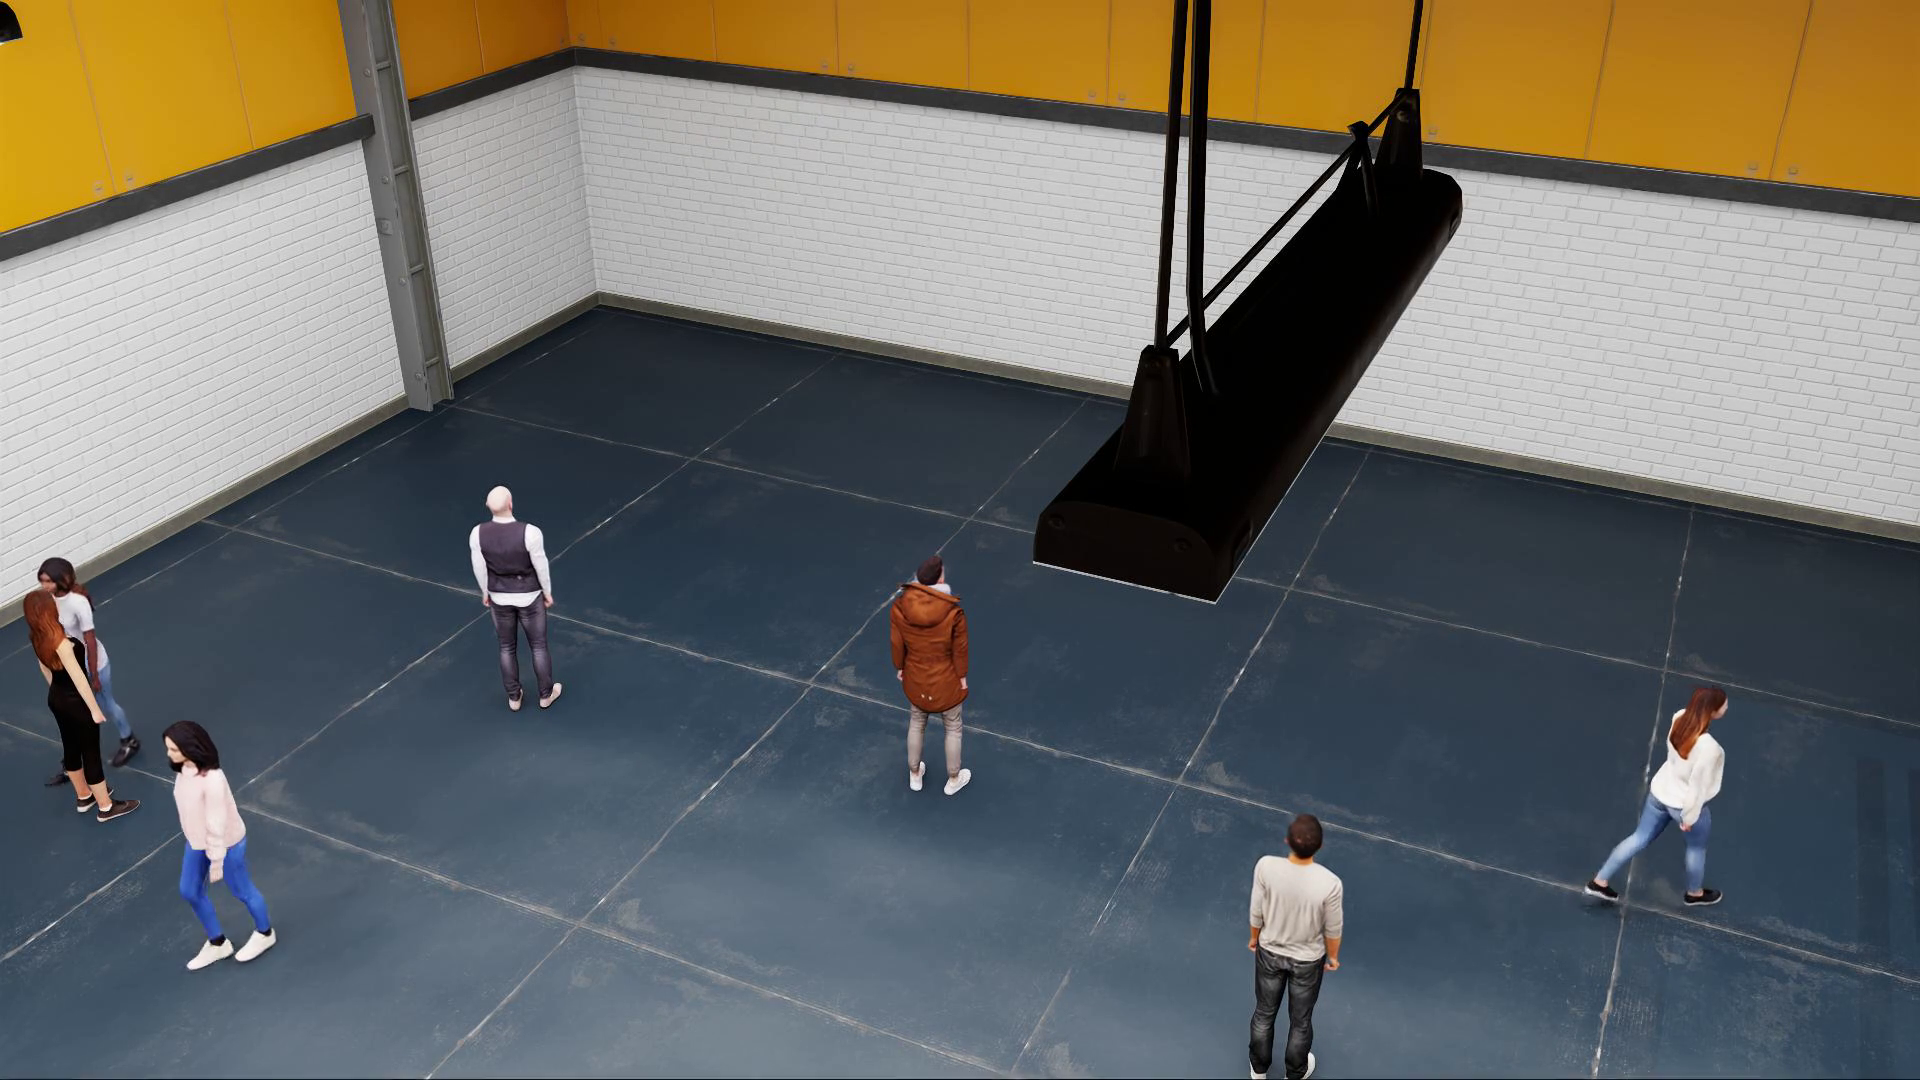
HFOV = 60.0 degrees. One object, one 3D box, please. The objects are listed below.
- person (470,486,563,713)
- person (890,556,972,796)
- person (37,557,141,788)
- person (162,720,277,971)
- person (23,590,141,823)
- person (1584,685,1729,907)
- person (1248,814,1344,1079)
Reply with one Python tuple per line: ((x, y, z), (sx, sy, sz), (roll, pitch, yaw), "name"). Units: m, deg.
((-3.259, 0.431, 12.204), (0.781, 1.824, 0.776), (-2, 29, -3), "person")
((-0.180, 0.922, 11.289), (0.742, 1.839, 0.742), (8, 30, 15), "person")
((-6.036, 0.848, 11.566), (0.647, 1.703, 0.938), (11, 30, 19), "person")
((-4.308, 1.758, 9.847), (0.796, 1.752, 0.843), (24, 37, 37), "person")
((-5.931, 1.093, 11.093), (0.597, 1.726, 0.550), (17, 33, 29), "person")
((4.338, 1.607, 10.222), (1.081, 1.658, 1.120), (-5, 29, -9), "person")
((1.782, 2.213, 8.951), (0.653, 1.811, 0.551), (11, 30, 19), "person")
